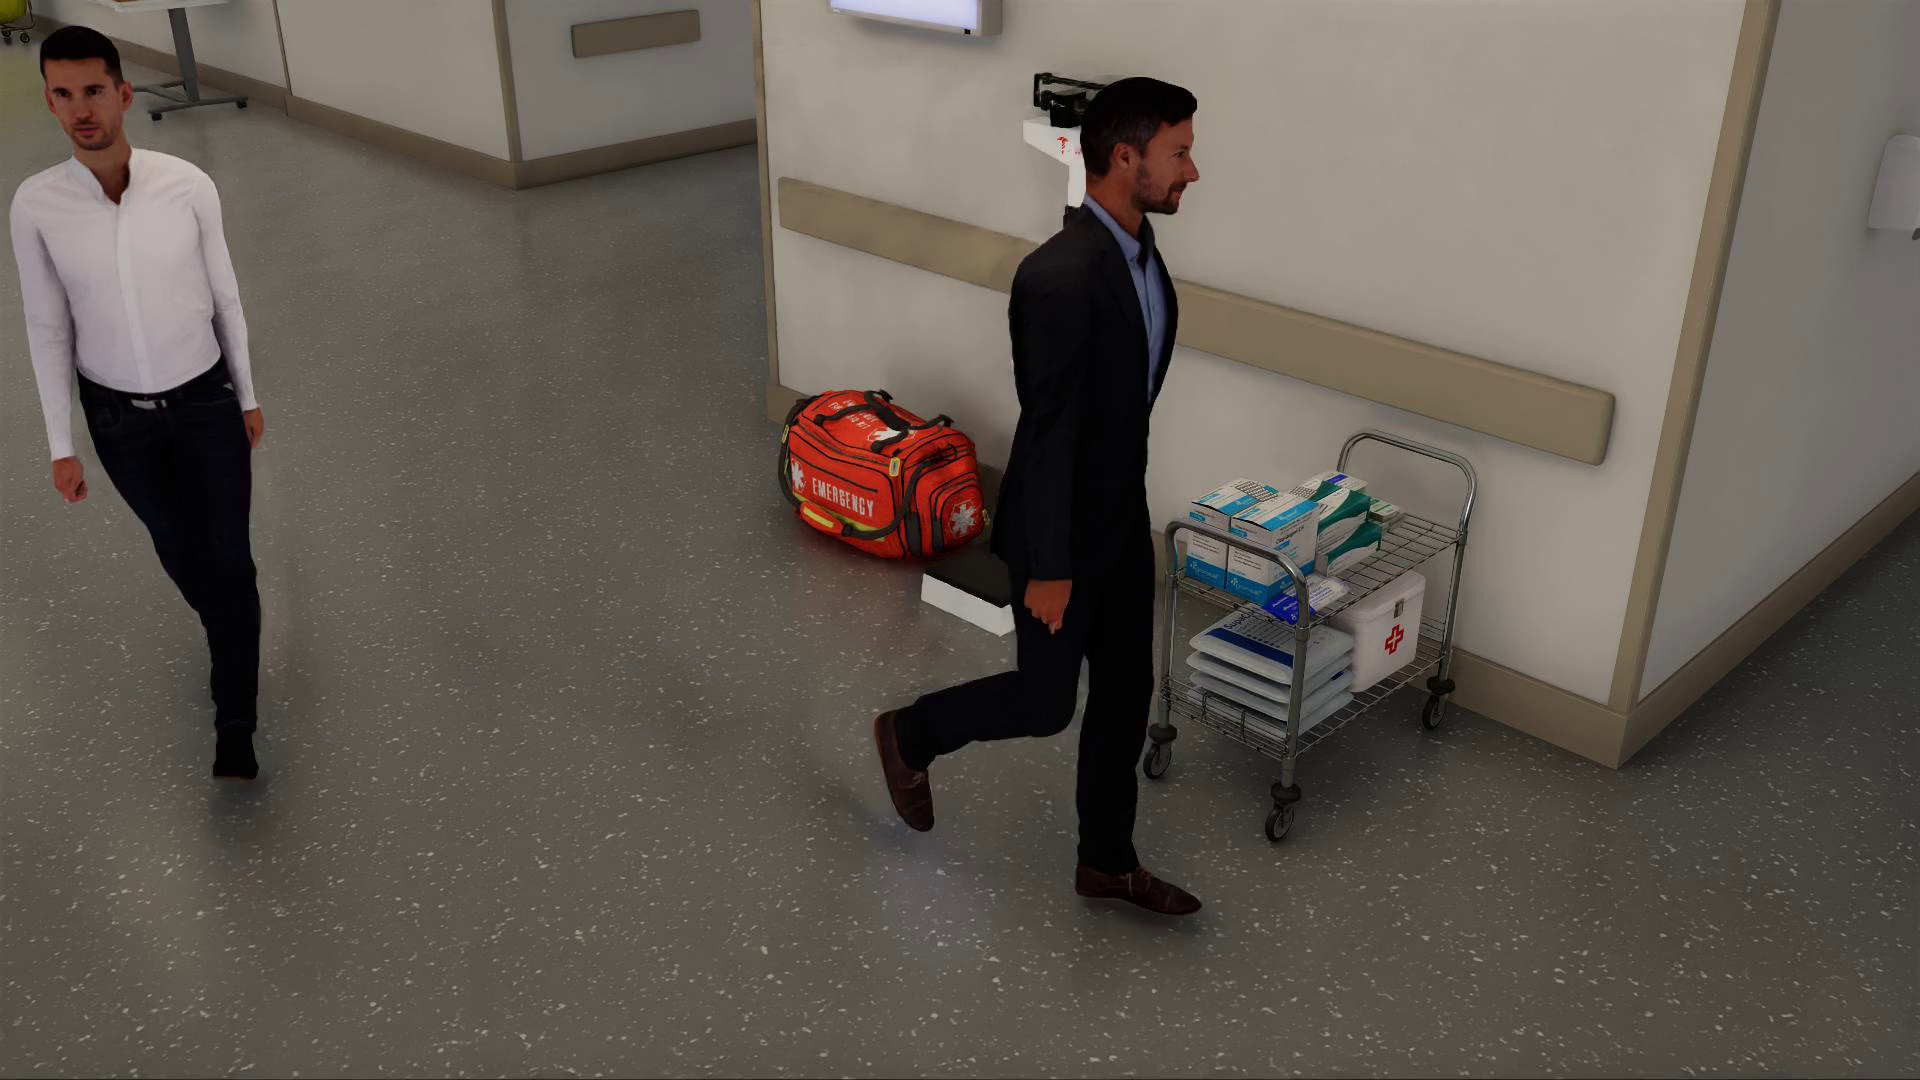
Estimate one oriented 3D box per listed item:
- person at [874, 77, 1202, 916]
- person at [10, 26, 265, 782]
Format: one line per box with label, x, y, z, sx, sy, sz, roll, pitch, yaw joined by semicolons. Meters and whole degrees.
person;0.188;-0.037;3.583;1.127;1.834;0.859;16;30;30
person;-2.037;-0.355;4.259;0.998;1.820;1.288;-9;27;-17
